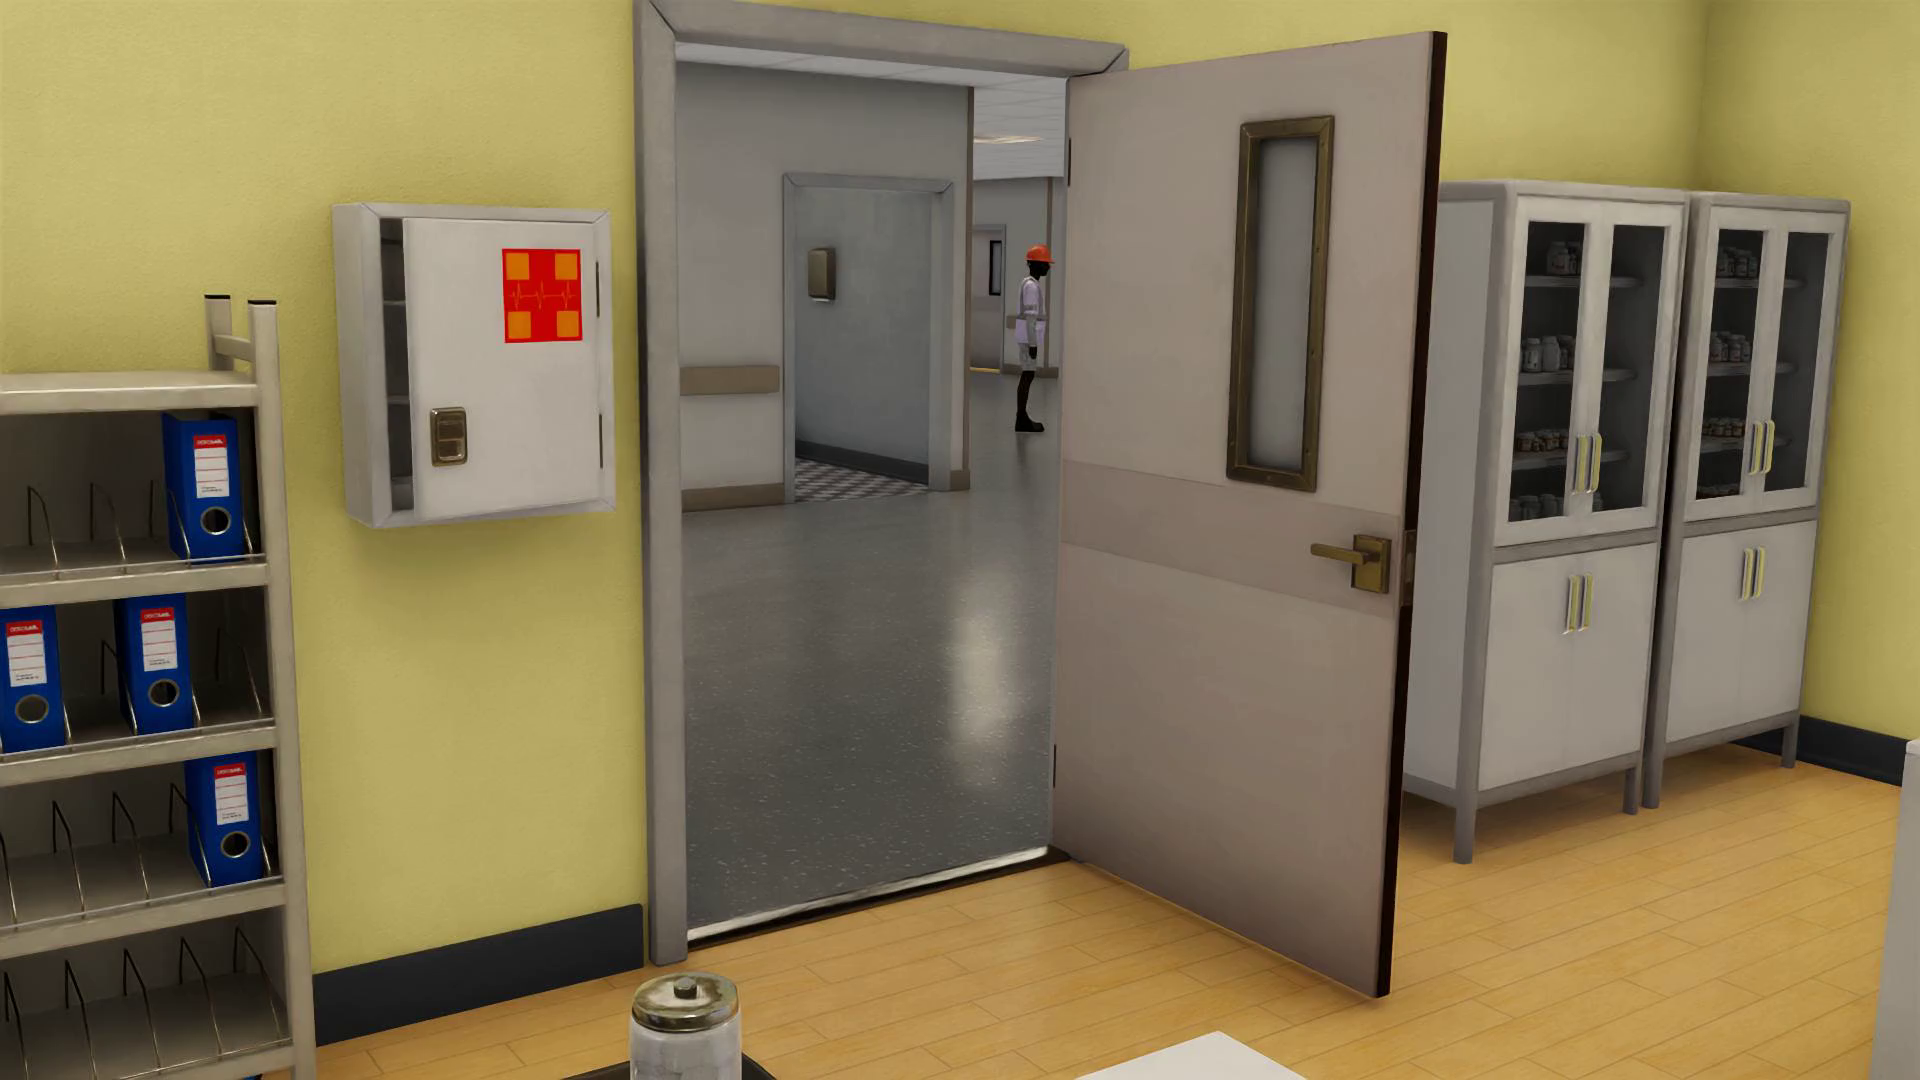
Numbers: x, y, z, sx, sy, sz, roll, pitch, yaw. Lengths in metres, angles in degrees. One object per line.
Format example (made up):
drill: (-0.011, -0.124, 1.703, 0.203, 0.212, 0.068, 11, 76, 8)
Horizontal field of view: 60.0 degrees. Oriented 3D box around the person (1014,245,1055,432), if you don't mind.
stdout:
person: (0.766, -2.079, 17.207, 0.399, 1.928, 0.542, 1, 10, 0)
